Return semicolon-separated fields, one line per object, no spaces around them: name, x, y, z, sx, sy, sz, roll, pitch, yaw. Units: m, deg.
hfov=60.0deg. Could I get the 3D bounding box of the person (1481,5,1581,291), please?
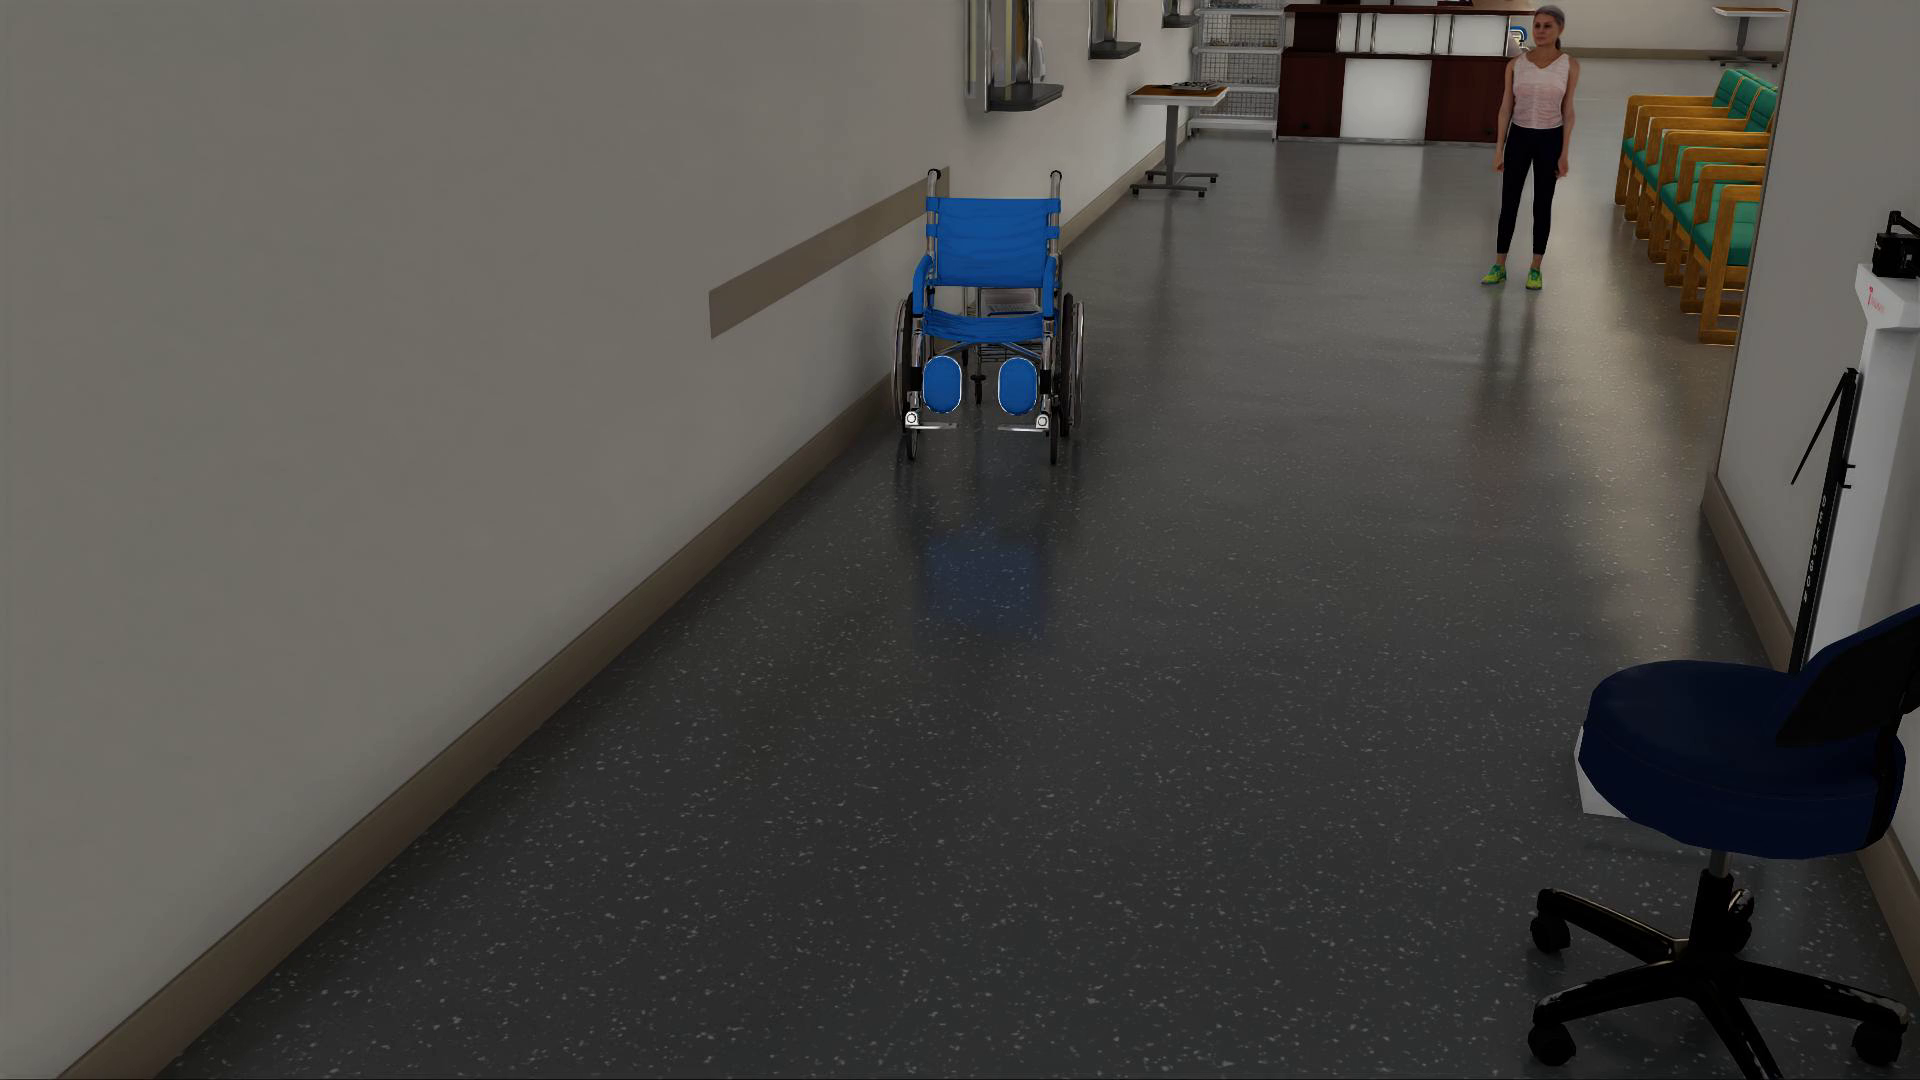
person;3.551;-2.419;10.280;0.550;1.700;0.715;11;23;26
